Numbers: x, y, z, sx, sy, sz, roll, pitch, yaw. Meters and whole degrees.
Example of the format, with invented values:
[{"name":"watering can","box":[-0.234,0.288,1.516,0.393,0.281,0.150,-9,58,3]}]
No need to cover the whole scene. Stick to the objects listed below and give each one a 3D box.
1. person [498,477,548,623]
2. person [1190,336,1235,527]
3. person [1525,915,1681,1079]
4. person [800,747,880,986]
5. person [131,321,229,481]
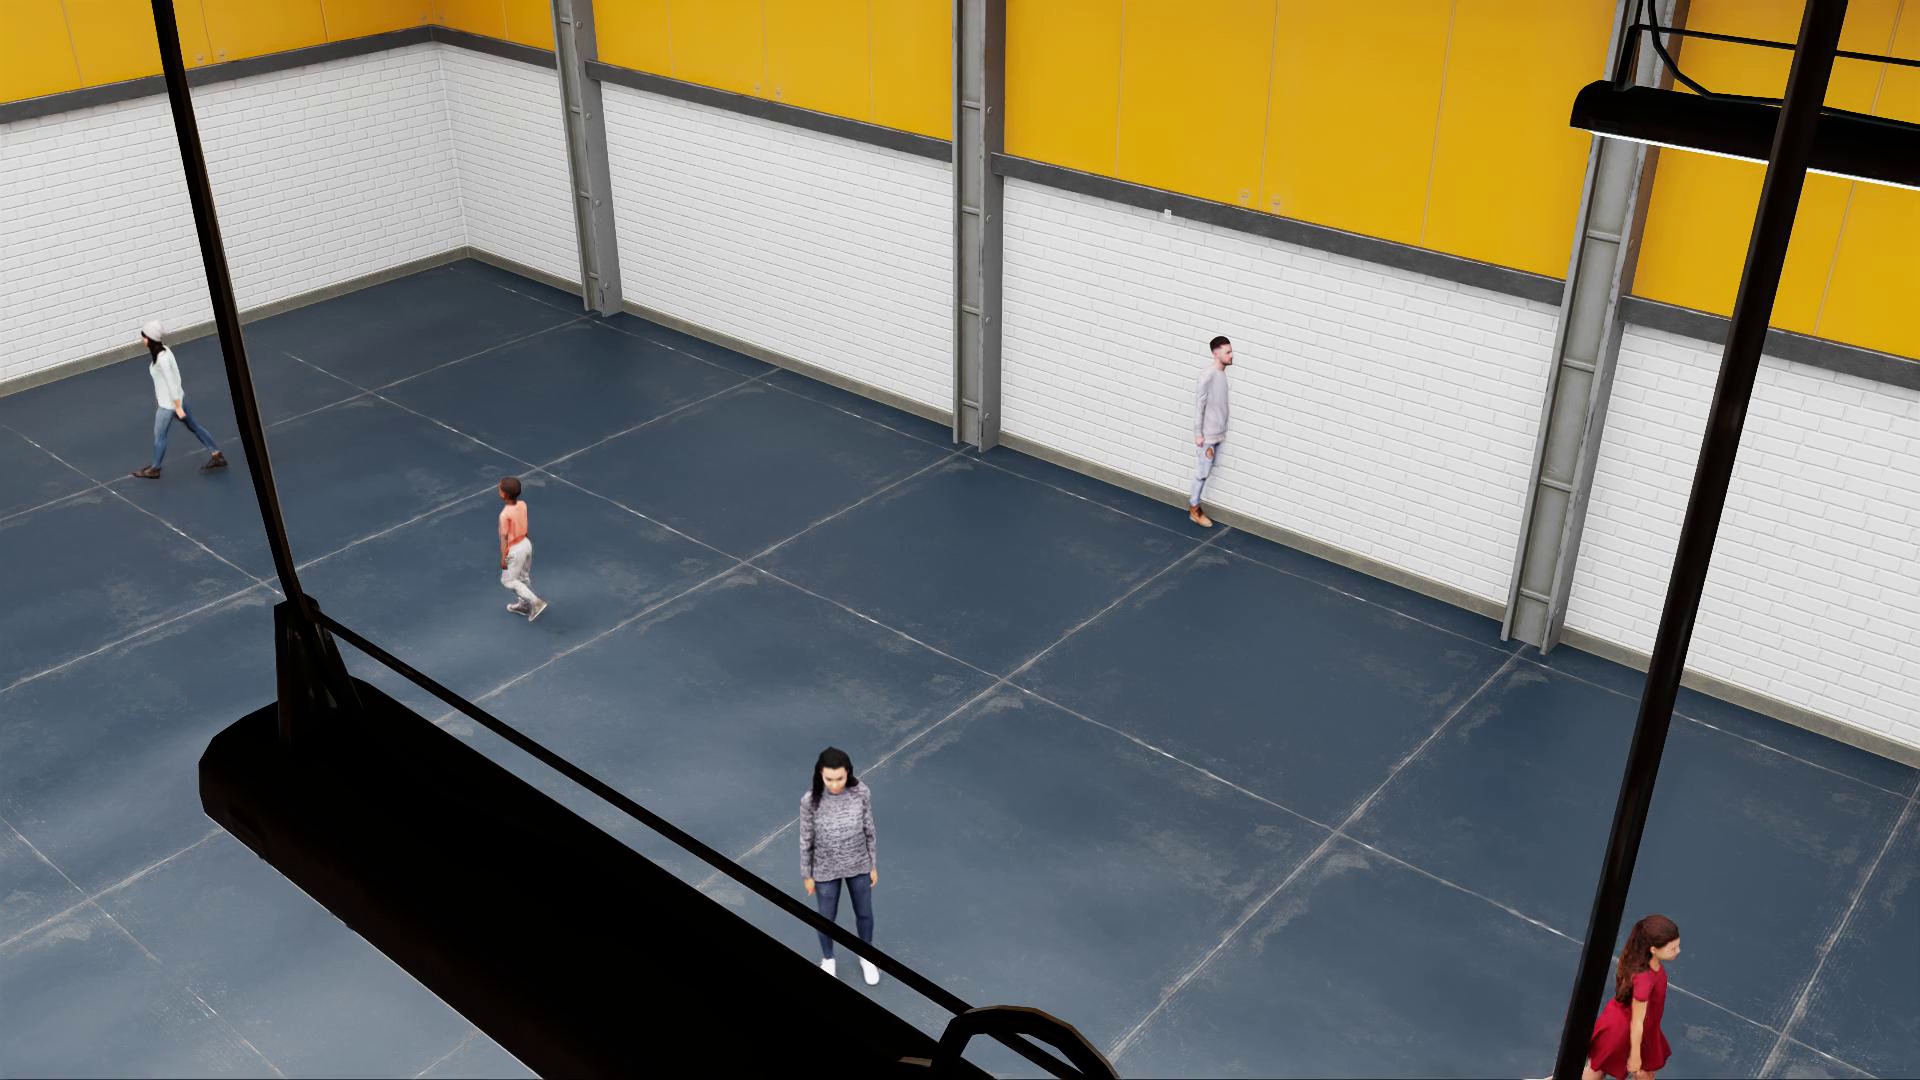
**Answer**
[{"name":"person","box":[-3.666,0.090,13.894,0.748,1.306,0.607,12,31,20]},{"name":"person","box":[2.338,-1.038,15.407,0.706,1.837,0.619,-24,37,-37]},{"name":"person","box":[3.529,2.631,9.010,1.103,1.522,0.724,14,32,24]},{"name":"person","box":[-0.719,1.951,10.038,0.702,1.731,0.729,-7,29,-12]},{"name":"person","box":[-7.616,-1.361,16.247,0.984,1.600,1.117,-12,31,-21]}]
